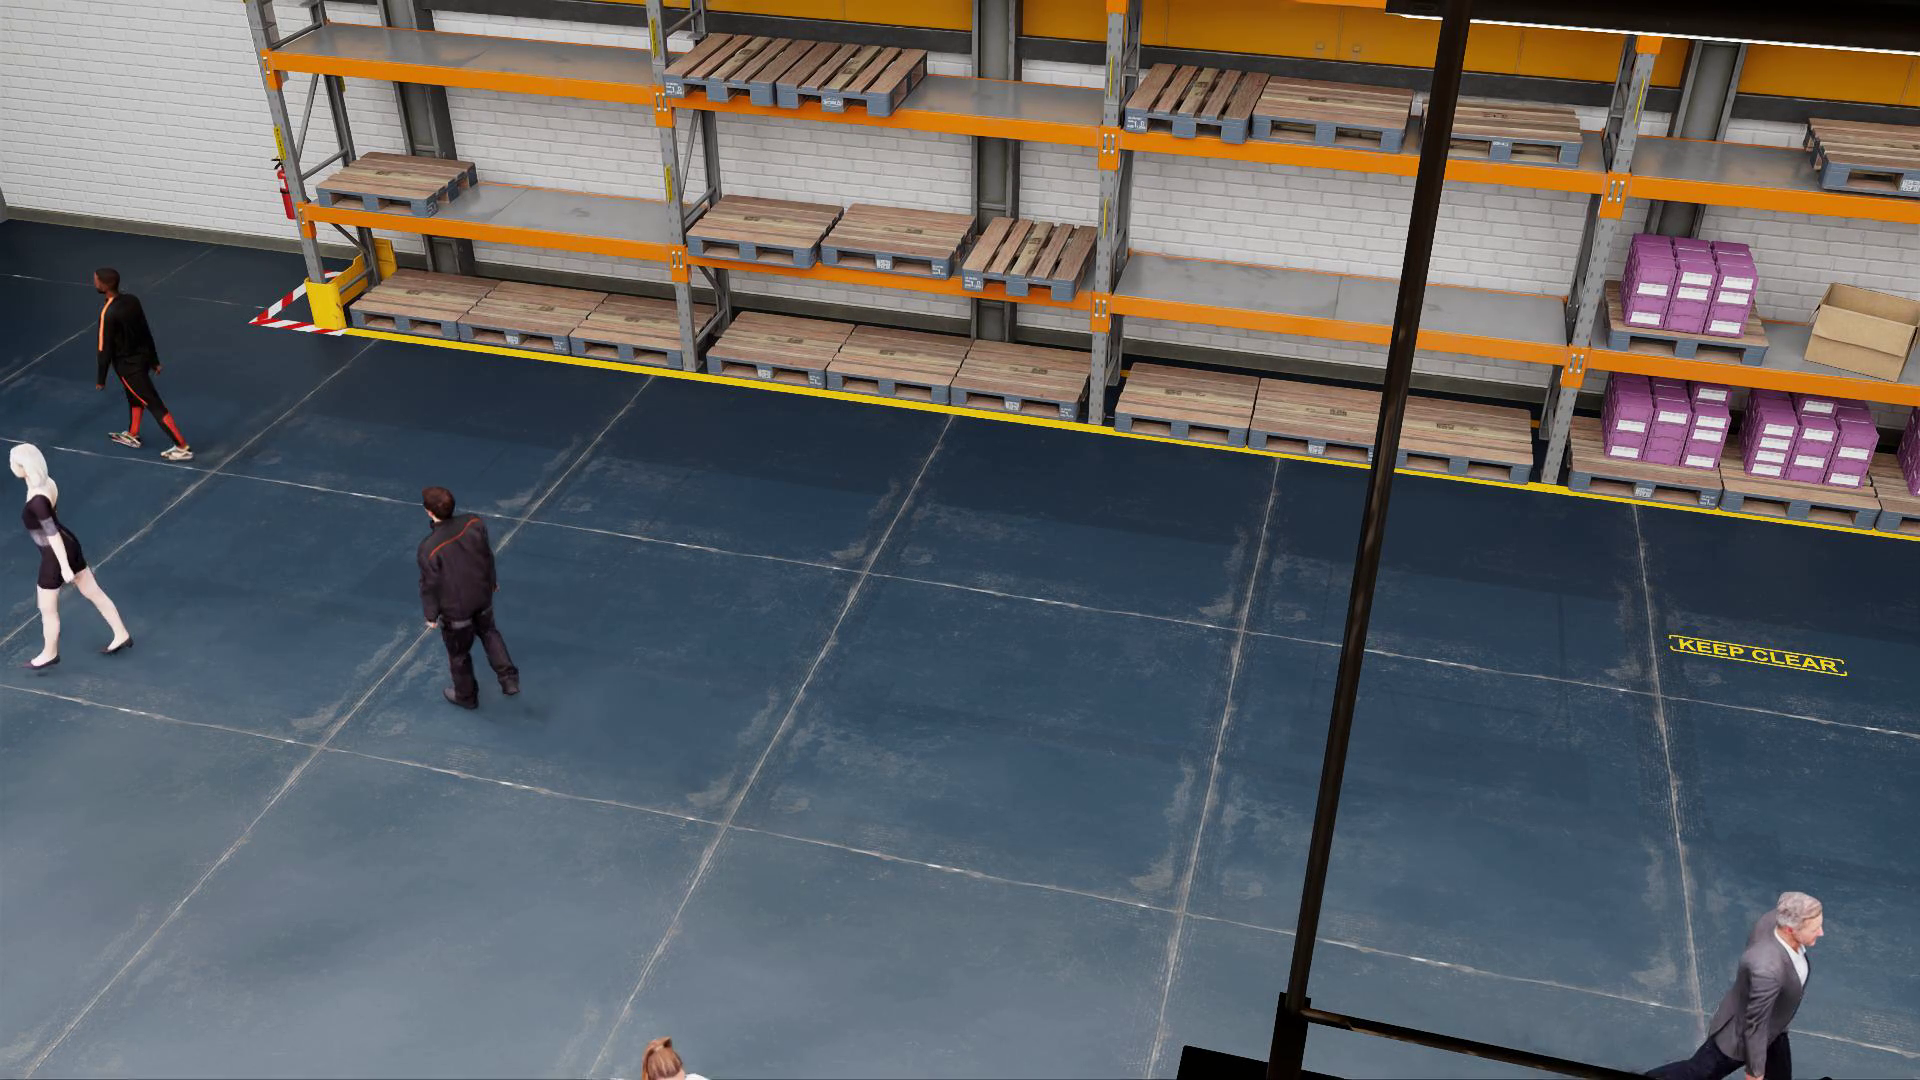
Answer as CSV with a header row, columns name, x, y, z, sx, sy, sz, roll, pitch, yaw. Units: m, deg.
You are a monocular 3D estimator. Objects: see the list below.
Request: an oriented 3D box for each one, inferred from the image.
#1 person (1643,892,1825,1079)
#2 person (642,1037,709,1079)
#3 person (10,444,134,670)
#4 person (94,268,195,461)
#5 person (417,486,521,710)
name,x,y,z,sx,sy,sz,roll,pitch,yaw
person,3.905,2.432,8.397,1.336,1.790,1.056,22,40,30
person,-1.333,2.911,7.749,0.839,1.709,0.922,-23,40,-31
person,-6.311,0.111,11.876,1.069,1.804,0.914,-10,35,-15
person,-6.998,-1.473,14.290,1.113,1.770,0.759,2,34,3
person,-3.353,0.424,11.382,0.961,1.830,0.909,23,40,31
